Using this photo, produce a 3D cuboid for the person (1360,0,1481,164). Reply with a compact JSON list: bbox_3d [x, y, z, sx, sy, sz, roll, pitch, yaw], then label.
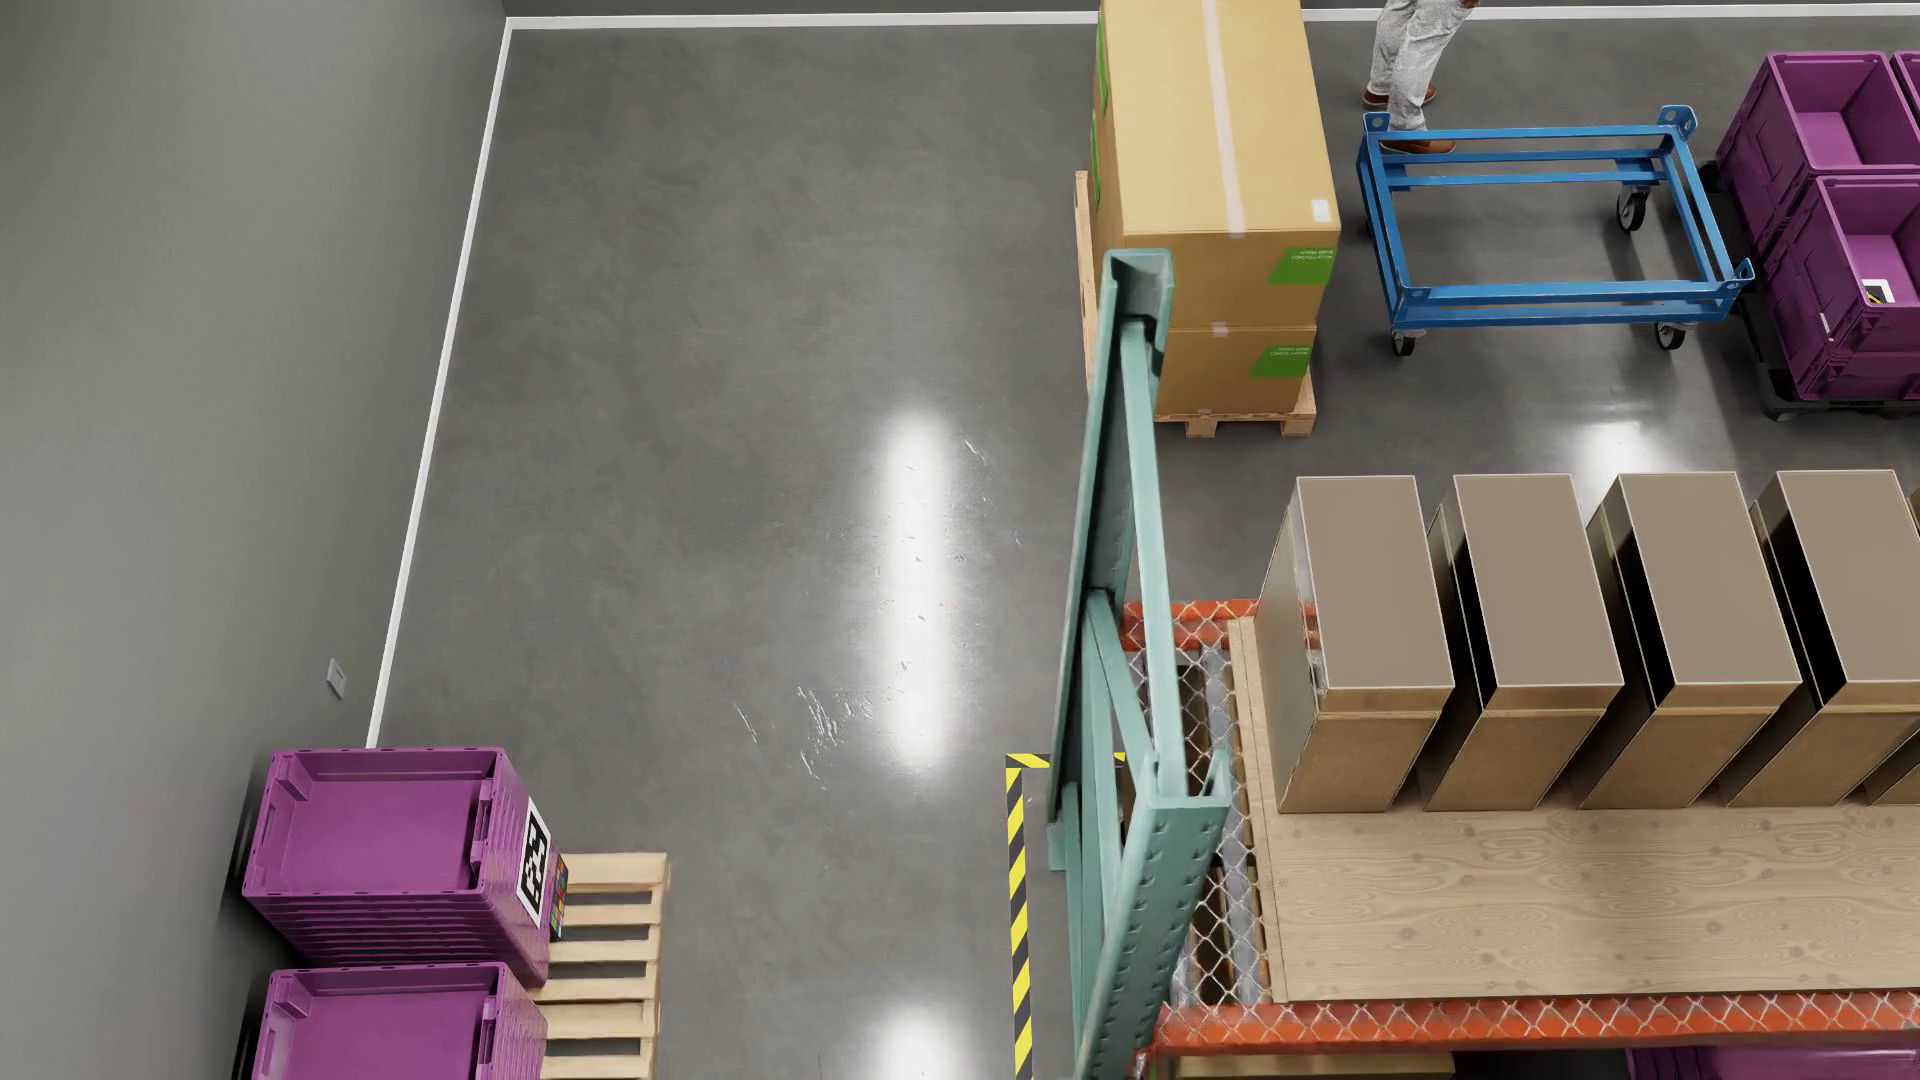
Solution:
[{"bbox_3d":[1.821,-2.245,6.079,0.370,1.940,0.627,-2,58,-1],"label":"person"}]
